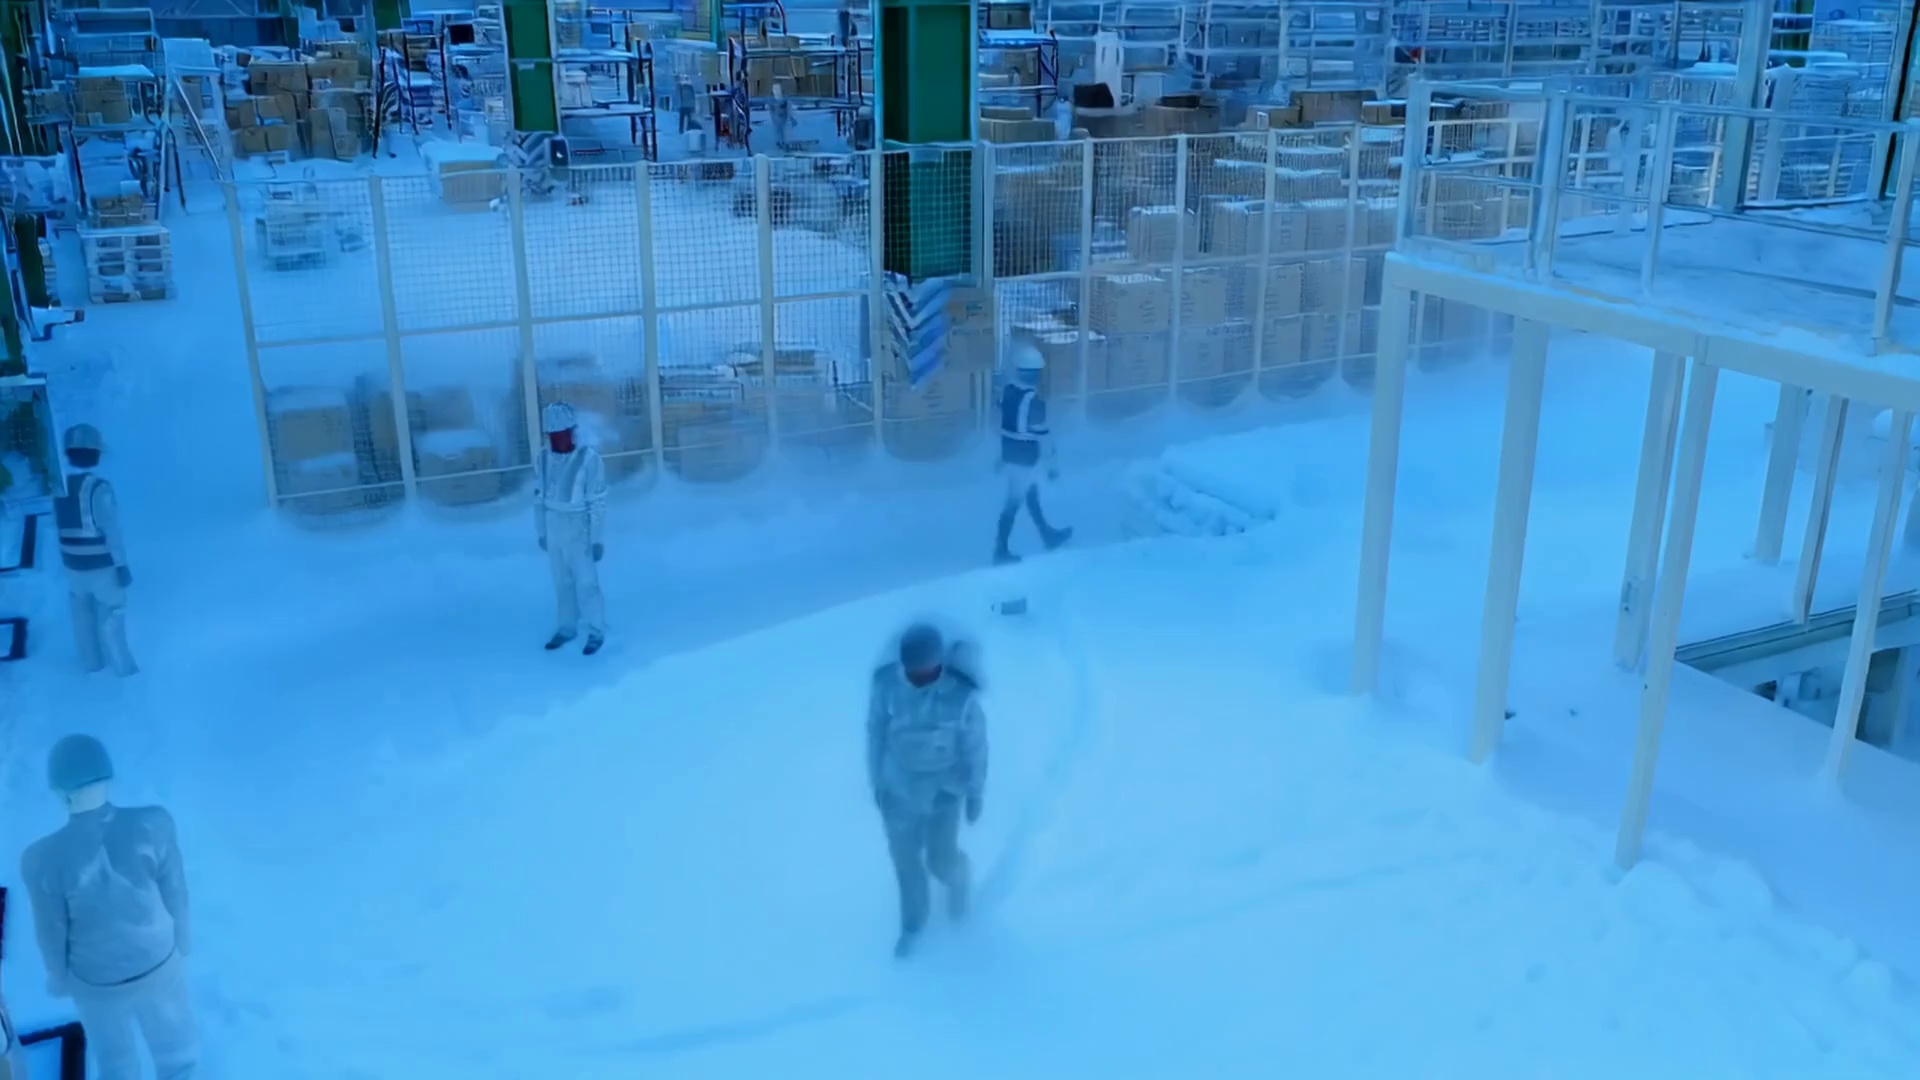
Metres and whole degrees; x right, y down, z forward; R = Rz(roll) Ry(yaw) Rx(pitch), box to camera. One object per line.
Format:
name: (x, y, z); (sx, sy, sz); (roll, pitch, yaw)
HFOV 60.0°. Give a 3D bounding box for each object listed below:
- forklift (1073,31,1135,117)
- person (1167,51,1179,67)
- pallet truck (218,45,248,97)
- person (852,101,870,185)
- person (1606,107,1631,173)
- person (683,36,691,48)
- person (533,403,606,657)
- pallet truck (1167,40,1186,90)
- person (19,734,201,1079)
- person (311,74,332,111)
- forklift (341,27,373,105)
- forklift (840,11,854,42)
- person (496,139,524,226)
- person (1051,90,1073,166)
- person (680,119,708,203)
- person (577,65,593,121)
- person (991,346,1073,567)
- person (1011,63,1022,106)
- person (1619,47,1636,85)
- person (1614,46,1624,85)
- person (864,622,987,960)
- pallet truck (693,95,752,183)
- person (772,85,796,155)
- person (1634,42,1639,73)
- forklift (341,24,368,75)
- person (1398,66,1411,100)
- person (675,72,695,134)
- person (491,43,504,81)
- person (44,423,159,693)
forklift: (4.953, -16.003, 57.059); (1.873, 2.768, 1.129); (-9, 21, -25)
person: (8.203, -17.952, 64.294); (0.530, 1.836, 0.918); (-4, 19, -11)
pallet truck: (-28.879, -18.665, 66.111); (0.823, 1.965, 1.885); (-3, 19, -9)
person: (-2.350, -9.374, 39.286); (0.375, 1.932, 0.621); (10, 21, 27)
person: (14.861, -8.854, 37.603); (0.537, 2.000, 0.714); (-3, 19, -8)
person: (-12.349, -21.756, 75.157); (0.542, 1.939, 0.361); (8, 21, 22)
person: (-2.893, -0.077, 12.332); (0.588, 1.927, 0.366); (7, 20, 18)
pallet truck: (9.045, -19.971, 69.895); (0.823, 1.965, 1.885); (-3, 19, -8)
person: (-3.535, 1.730, 6.988); (0.375, 1.997, 0.612); (18, 26, 42)
person: (-18.969, -12.800, 49.248); (0.902, 1.900, 0.575); (13, 23, 33)
forklift: (-22.275, -17.346, 60.954); (1.873, 2.768, 1.129); (-9, 21, -25)
forklift: (-5.664, -25.053, 83.293); (1.873, 2.768, 1.129); (-9, 21, -25)
person: (-8.936, -7.124, 33.116); (0.536, 1.690, 0.325); (-7, 20, -20)
person: (2.616, -10.686, 43.100); (0.638, 1.924, 0.747); (-13, 23, -32)
person: (-5.791, -8.265, 36.283); (0.633, 1.799, 0.979); (-8, 21, -23)
person: (-12.577, -15.020, 55.839); (0.521, 1.789, 0.949); (-2, 19, -6)
person: (0.642, -0.731, 14.280); (0.977, 1.887, 0.573); (-11, 22, -28)
person: (1.805, -14.690, 54.677); (0.800, 1.941, 0.605); (-5, 20, -14)
person: (27.392, -19.333, 68.287); (0.625, 1.840, 0.430); (1, 19, 4)
person: (28.329, -20.310, 71.344); (0.546, 1.681, 0.596); (1, 19, 3)
person: (-0.181, 1.264, 8.599); (0.631, 1.828, 0.520); (8, 21, 22)
pallet truck: (-5.836, -9.608, 39.856); (0.823, 1.965, 1.885); (10, 22, 27)
person: (-4.811, -11.504, 45.552); (0.693, 1.870, 0.428); (9, 21, 23)
person: (31.609, -22.616, 78.143); (0.680, 1.613, 0.528); (2, 19, 6)
forklift: (-23.462, -18.606, 64.604); (1.129, 2.768, 1.873); (13, 23, 34)
person: (14.243, -14.150, 53.133); (0.573, 1.924, 0.414); (-9, 21, -24)
person: (-8.270, -13.094, 50.066); (0.592, 1.925, 0.385); (4, 19, 10)
person: (-19.195, -19.697, 69.214); (0.508, 1.921, 0.659); (-15, 24, -38)
person: (-6.089, 0.129, 11.726); (0.605, 1.934, 0.418); (8, 21, 22)
